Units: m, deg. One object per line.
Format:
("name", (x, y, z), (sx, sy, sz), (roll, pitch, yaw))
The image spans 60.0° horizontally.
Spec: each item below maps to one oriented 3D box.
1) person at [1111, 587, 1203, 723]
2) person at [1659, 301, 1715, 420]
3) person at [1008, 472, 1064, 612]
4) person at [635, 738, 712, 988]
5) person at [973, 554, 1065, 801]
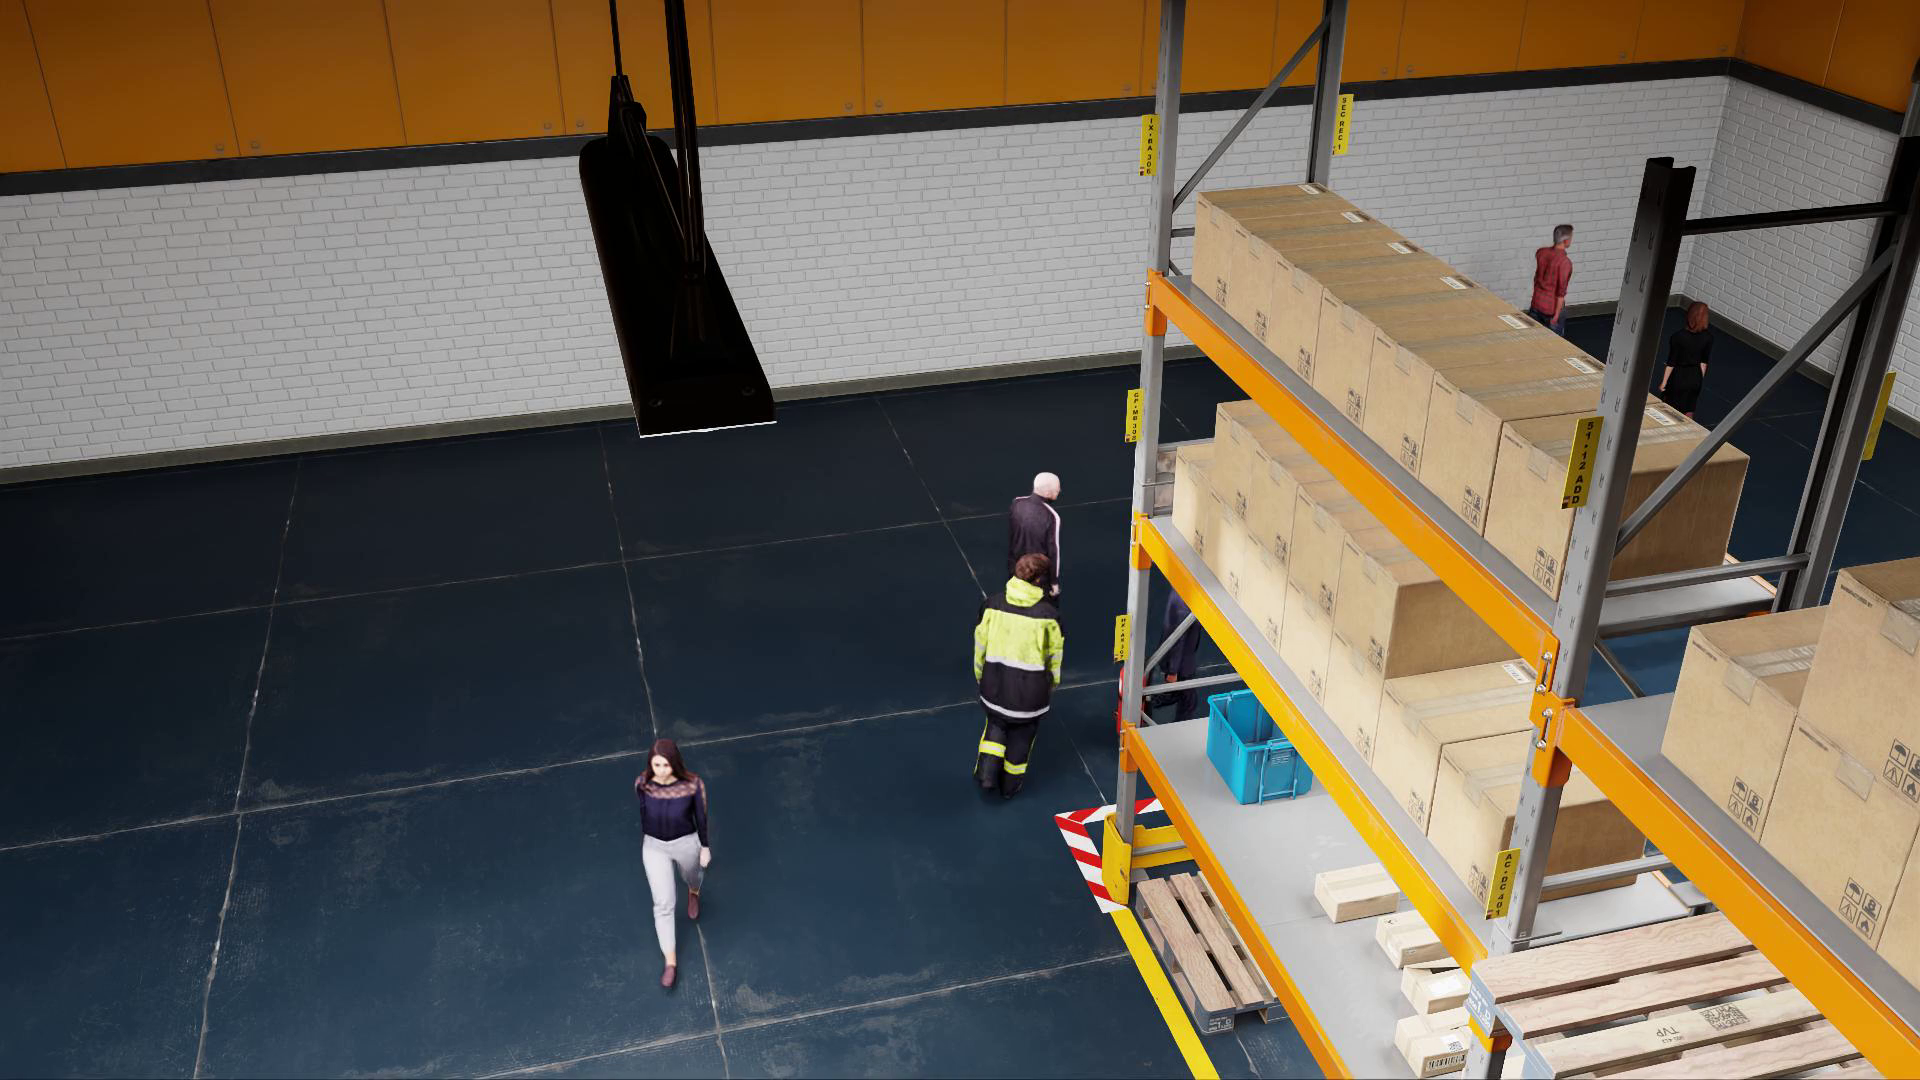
("person", (1.494, 0.851, 12.084), (0.954, 1.698, 1.027), (5, 29, 9))
("person", (7.162, -1.542, 16.471), (0.621, 1.699, 0.553), (-2, 29, -4))
("person", (0.513, 0.332, 12.920), (0.928, 1.809, 0.985), (17, 33, 29))
("person", (-1.761, 1.883, 10.332), (0.829, 1.565, 1.187), (1, 29, 2))
("person", (0.378, 1.009, 11.528), (0.950, 1.953, 0.977), (5, 29, 9))
